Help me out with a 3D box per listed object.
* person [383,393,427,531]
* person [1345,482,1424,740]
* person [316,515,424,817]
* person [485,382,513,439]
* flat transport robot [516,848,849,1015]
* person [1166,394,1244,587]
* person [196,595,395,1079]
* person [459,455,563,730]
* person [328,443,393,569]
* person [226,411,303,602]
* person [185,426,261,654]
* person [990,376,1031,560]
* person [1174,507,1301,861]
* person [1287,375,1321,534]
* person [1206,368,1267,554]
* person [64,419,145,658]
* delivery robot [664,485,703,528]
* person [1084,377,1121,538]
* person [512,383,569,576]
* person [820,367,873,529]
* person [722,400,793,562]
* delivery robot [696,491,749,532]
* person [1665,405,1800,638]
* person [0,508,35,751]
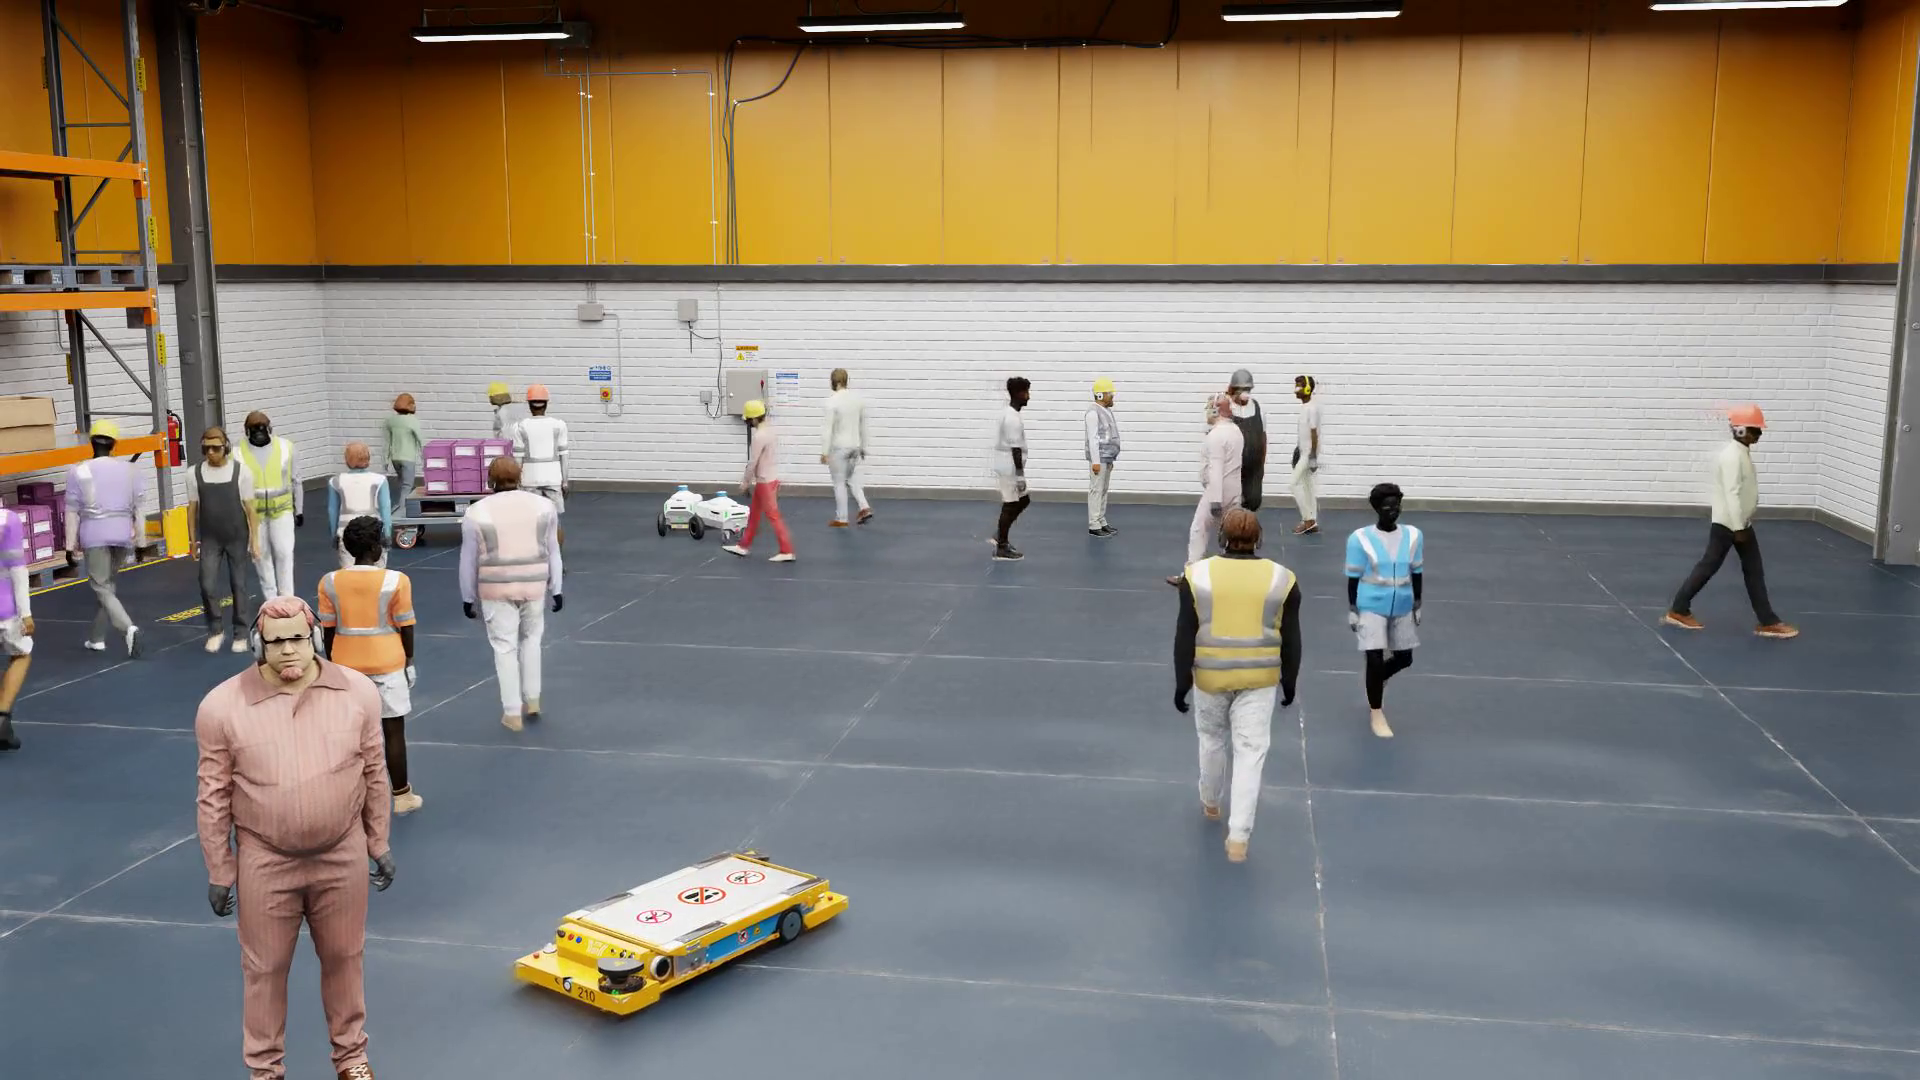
[{"bbox_3d":[-6.499,-0.933,19.687,0.508,1.608,0.738,4,10,21],"label":"person"},{"bbox_3d":[2.768,0.438,10.962,0.542,1.679,0.580,-2,9,-10],"label":"person"},{"bbox_3d":[-3.278,0.706,9.242,0.536,1.699,0.321,0,9,0],"label":"person"},{"bbox_3d":[-5.517,-1.042,19.994,0.373,1.722,0.506,-2,9,-15],"label":"person"},{"bbox_3d":[-1.205,1.708,7.443,0.652,0.197,1.431,7,11,36],"label":"flat transport robot"},{"bbox_3d":[2.379,-0.448,15.866,0.874,1.871,0.672,5,11,31],"label":"person"},{"bbox_3d":[-2.353,1.134,5.947,0.653,1.906,0.405,-6,11,-31],"label":"person"},{"bbox_3d":[-3.006,0.343,11.102,0.659,1.825,0.537,-5,10,-28],"label":"person"},{"bbox_3d":[-5.097,-0.031,14.153,0.534,1.578,0.867,-2,9,-10],"label":"person"},{"bbox_3d":[-6.104,-0.219,14.622,0.646,1.810,0.776,-4,10,-24],"label":"person"},{"bbox_3d":[-5.826,0.009,13.181,0.530,1.827,0.469,-3,10,-18],"label":"person"},{"bbox_3d":[0.553,-0.748,17.485,0.442,1.949,0.604,0,9,-2],"label":"person"},{"bbox_3d":[1.471,0.717,8.845,0.656,1.802,0.929,1,9,9],"label":"person"},{"bbox_3d":[3.970,-0.980,19.234,0.480,1.847,0.537,1,9,5],"label":"person"},{"bbox_3d":[2.971,-0.849,17.838,0.692,2.000,0.639,-2,9,-13],"label":"person"},{"bbox_3d":[-6.726,-0.010,13.165,0.842,1.873,0.621,6,11,34],"label":"person"},{"bbox_3d":[-3.205,-0.391,19.302,0.477,0.478,0.707,0,9,1],"label":"delivery robot"},{"bbox_3d":[1.638,-0.950,19.096,0.404,1.837,0.590,3,10,20],"label":"person"},{"bbox_3d":[-4.170,-0.585,16.543,0.554,1.935,0.384,-4,10,-21],"label":"person"},{"bbox_3d":[-1.346,-1.075,19.619,0.472,1.920,0.668,7,11,36],"label":"person"},{"bbox_3d":[-2.144,-0.604,17.355,0.842,1.710,0.540,0,9,1],"label":"person"},{"bbox_3d":[-2.678,-0.306,18.772,0.477,0.478,0.707,-7,11,-38],"label":"delivery robot"},{"bbox_3d":[6.462,-0.161,13.895,1.043,1.942,0.644,7,12,38],"label":"person"},{"bbox_3d":[-6.079,0.412,10.384,0.565,1.918,0.402,-1,9,-8],"label":"person"}]
